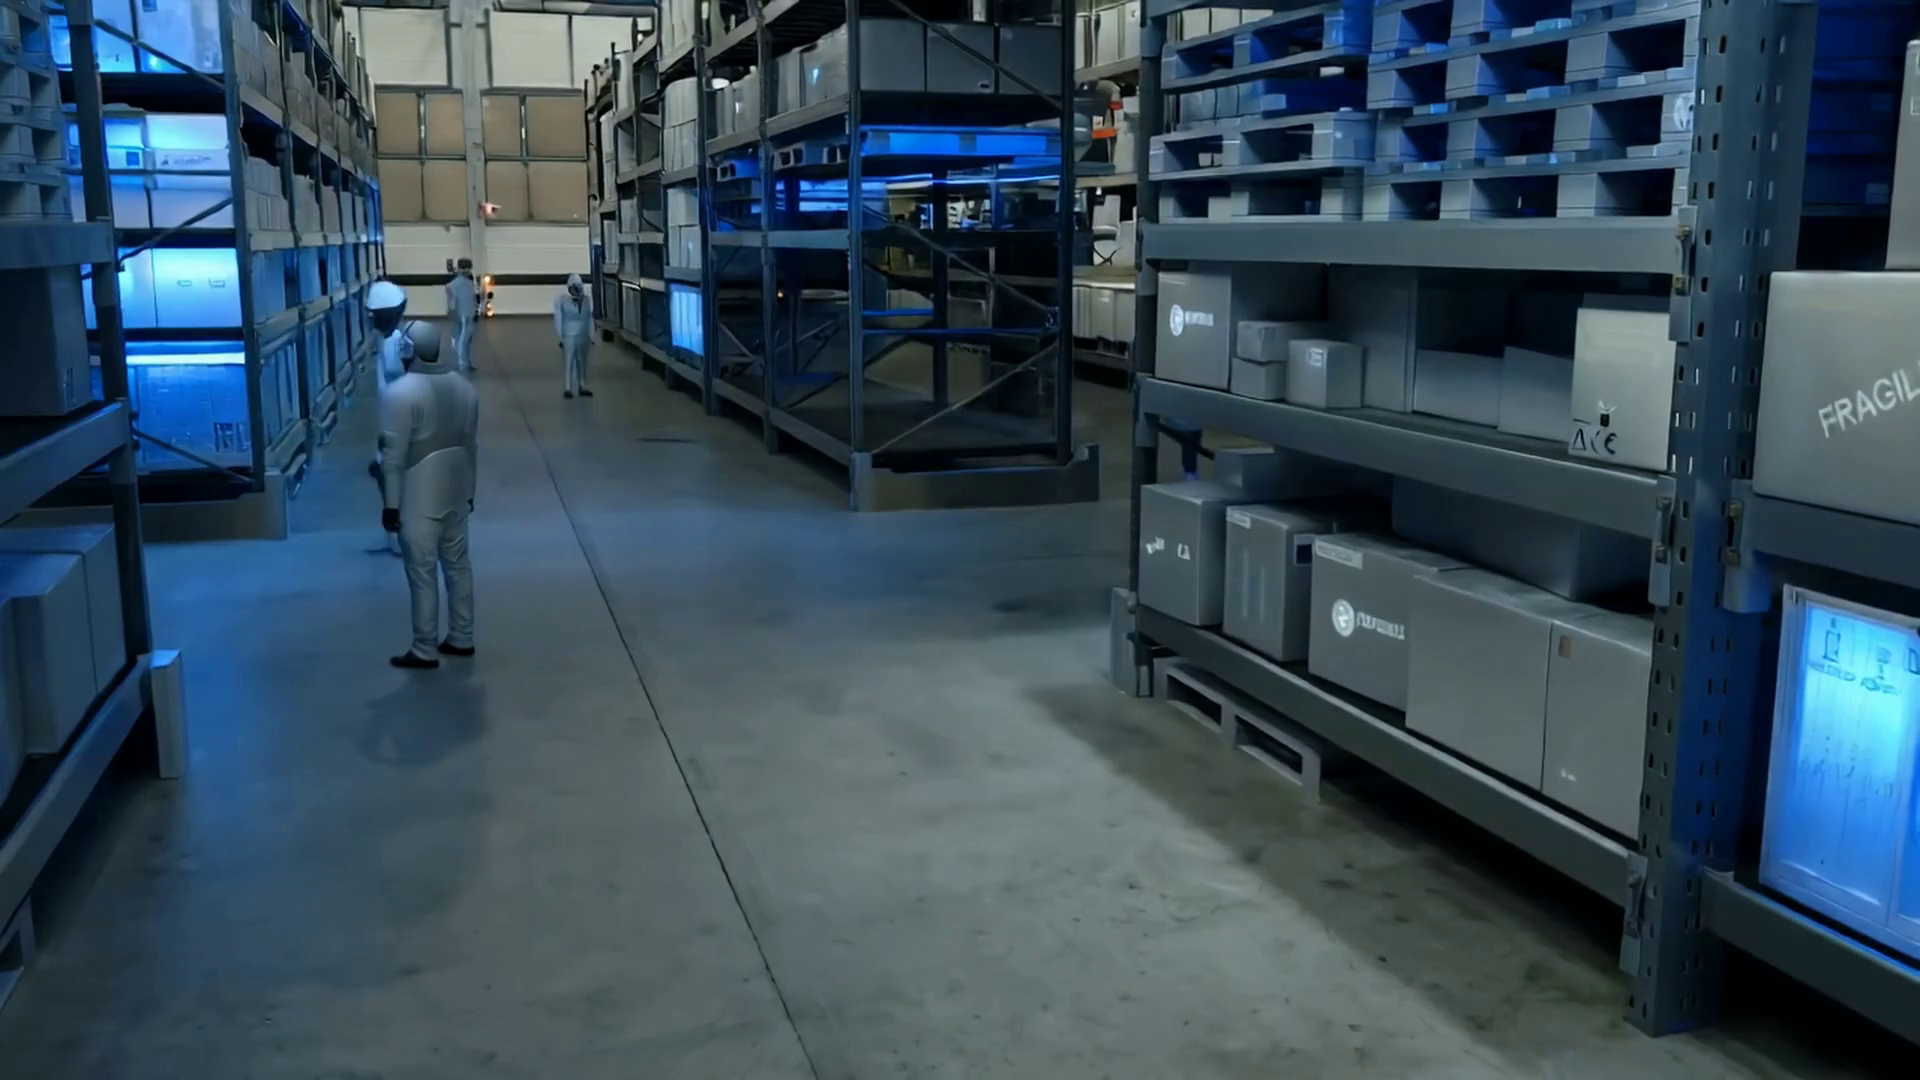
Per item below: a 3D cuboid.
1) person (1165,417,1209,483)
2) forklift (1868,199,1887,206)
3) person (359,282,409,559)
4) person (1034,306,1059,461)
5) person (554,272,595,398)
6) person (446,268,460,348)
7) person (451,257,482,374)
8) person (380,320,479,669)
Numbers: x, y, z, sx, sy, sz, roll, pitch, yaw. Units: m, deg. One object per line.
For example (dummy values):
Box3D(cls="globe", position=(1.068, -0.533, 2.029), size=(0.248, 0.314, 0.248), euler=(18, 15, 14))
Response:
Box3D(cls="person", position=(2.143, -1.254, 15.327), size=(0.543, 1.644, 0.859), euler=(-1, 10, -4))
Box3D(cls="forklift", position=(11.338, -2.915, 21.052), size=(1.129, 2.768, 1.873), euler=(-3, 11, -17))
Box3D(cls="person", position=(-4.154, -0.853, 12.092), size=(0.690, 2.019, 0.637), euler=(-3, 11, -15))
Box3D(cls="person", position=(0.981, -1.651, 17.573), size=(0.288, 1.626, 0.497), euler=(-7, 13, -34))
Box3D(cls="person", position=(-5.628, -2.996, 24.366), size=(0.588, 1.834, 0.403), euler=(-9, 14, -41))
Box3D(cls="person", position=(-10.461, -4.838, 34.681), size=(0.534, 1.752, 0.508), euler=(1, 10, 3))
Box3D(cls="person", position=(-8.536, -3.873, 28.722), size=(0.369, 1.996, 0.622), euler=(2, 10, 9))
Box3D(cls="person", position=(-2.928, -0.251, 9.144), size=(0.400, 1.902, 0.642), euler=(5, 11, 25))
